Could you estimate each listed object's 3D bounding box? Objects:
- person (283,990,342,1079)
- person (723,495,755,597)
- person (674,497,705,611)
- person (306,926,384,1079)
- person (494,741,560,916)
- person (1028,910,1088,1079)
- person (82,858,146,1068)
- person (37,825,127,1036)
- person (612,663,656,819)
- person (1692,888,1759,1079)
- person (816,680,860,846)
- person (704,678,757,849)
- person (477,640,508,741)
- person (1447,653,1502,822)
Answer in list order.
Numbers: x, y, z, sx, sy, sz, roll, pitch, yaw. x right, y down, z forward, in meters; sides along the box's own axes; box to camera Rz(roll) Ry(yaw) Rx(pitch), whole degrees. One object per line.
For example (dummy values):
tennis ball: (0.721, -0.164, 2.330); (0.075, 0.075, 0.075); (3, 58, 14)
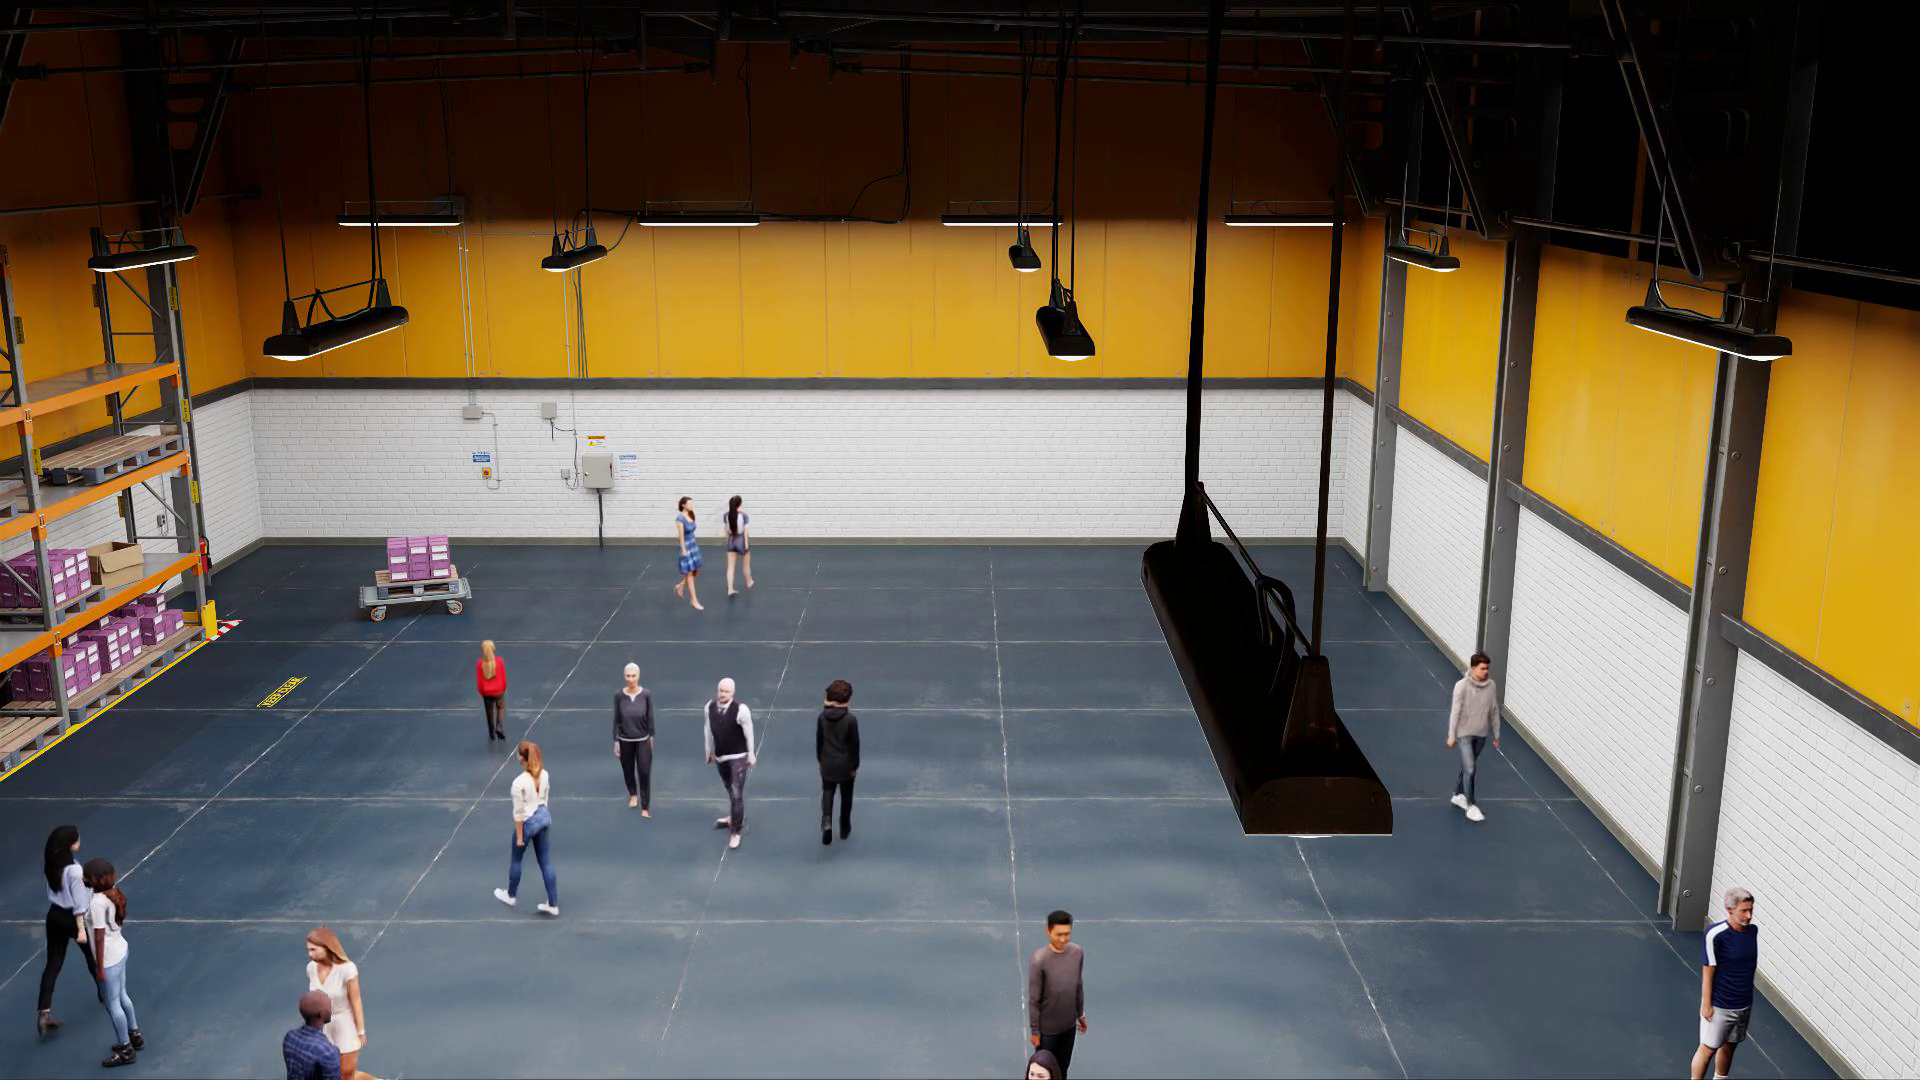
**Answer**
person: (-4.297, 3.860, 10.949); (0.884, 1.800, 0.954); (8, 16, 30)
person: (-3.624, 0.120, 26.806); (0.778, 1.605, 1.078); (4, 14, 15)
person: (-4.301, 0.208, 26.044); (0.876, 1.794, 0.863); (4, 14, 17)
person: (-4.554, 3.597, 12.309); (0.686, 1.671, 0.801); (3, 14, 10)
person: (-3.983, 2.756, 15.737); (1.018, 1.692, 1.022); (9, 16, 34)
person: (0.699, 3.552, 12.291); (0.720, 1.766, 0.718); (-1, 14, -4)
person: (-6.764, 3.344, 13.249); (0.686, 1.720, 0.548); (-4, 14, -16)
person: (-7.429, 3.240, 13.725); (0.951, 1.698, 1.206); (6, 15, 22)
person: (-3.579, 2.155, 18.224); (0.718, 1.690, 1.083); (-2, 14, -8)
person: (5.786, 3.454, 12.544); (0.713, 1.837, 0.685); (-6, 15, -22)
person: (-1.291, 2.340, 17.303); (0.746, 1.764, 1.015); (3, 14, 11)
person: (-2.401, 2.282, 17.491); (0.988, 1.787, 1.080); (8, 16, 30)
person: (-5.713, 1.858, 20.341); (0.577, 1.271, 0.731); (-3, 14, -12)
person: (5.543, 2.090, 18.194); (0.889, 1.829, 1.079); (-5, 14, -18)
